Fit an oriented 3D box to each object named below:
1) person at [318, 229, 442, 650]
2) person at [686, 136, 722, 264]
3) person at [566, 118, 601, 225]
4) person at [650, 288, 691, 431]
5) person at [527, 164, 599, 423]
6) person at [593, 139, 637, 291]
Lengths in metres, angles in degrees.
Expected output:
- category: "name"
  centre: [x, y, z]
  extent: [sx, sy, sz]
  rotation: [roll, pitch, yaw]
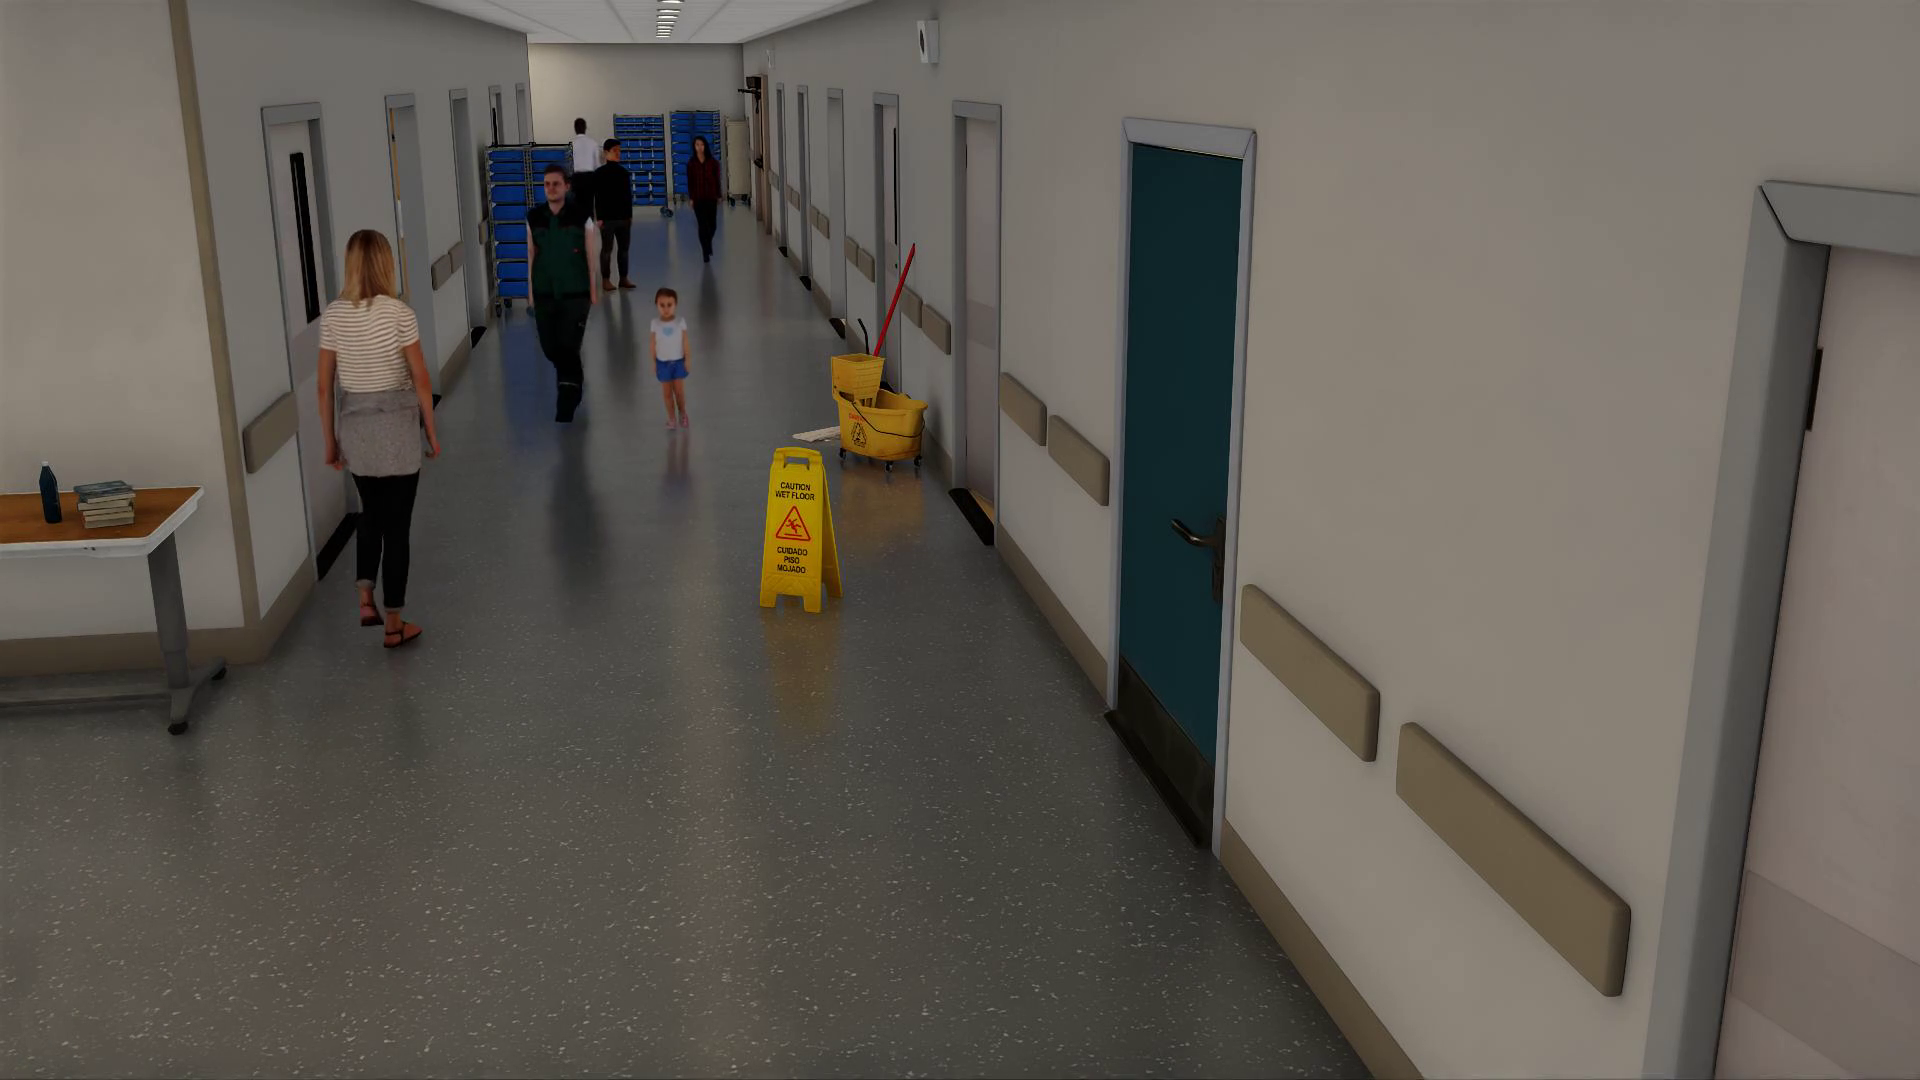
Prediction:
- category: "person"
  centre: [-2.524, -0.398, 7.156]
  extent: [0.667, 1.813, 0.691]
  rotation: [1, 16, 4]
- category: "person"
  centre: [-3.414, -4.534, 22.137]
  extent: [0.604, 1.645, 0.656]
  rotation: [-4, 16, -13]
- category: "person"
  centre: [-5.333, -5.034, 23.579]
  extent: [0.758, 1.825, 0.827]
  rotation: [-7, 17, -24]
- category: "person"
  centre: [-2.048, -1.286, 11.780]
  extent: [0.435, 1.014, 0.448]
  rotation: [-1, 16, -3]
- category: "person"
  centre: [-2.869, -1.784, 12.058]
  extent: [0.806, 1.818, 1.156]
  rotation: [0, 16, 2]
- category: "person"
  centre: [-4.029, -3.787, 19.347]
  extent: [0.722, 1.722, 0.729]
  rotation: [-14, 21, -41]
